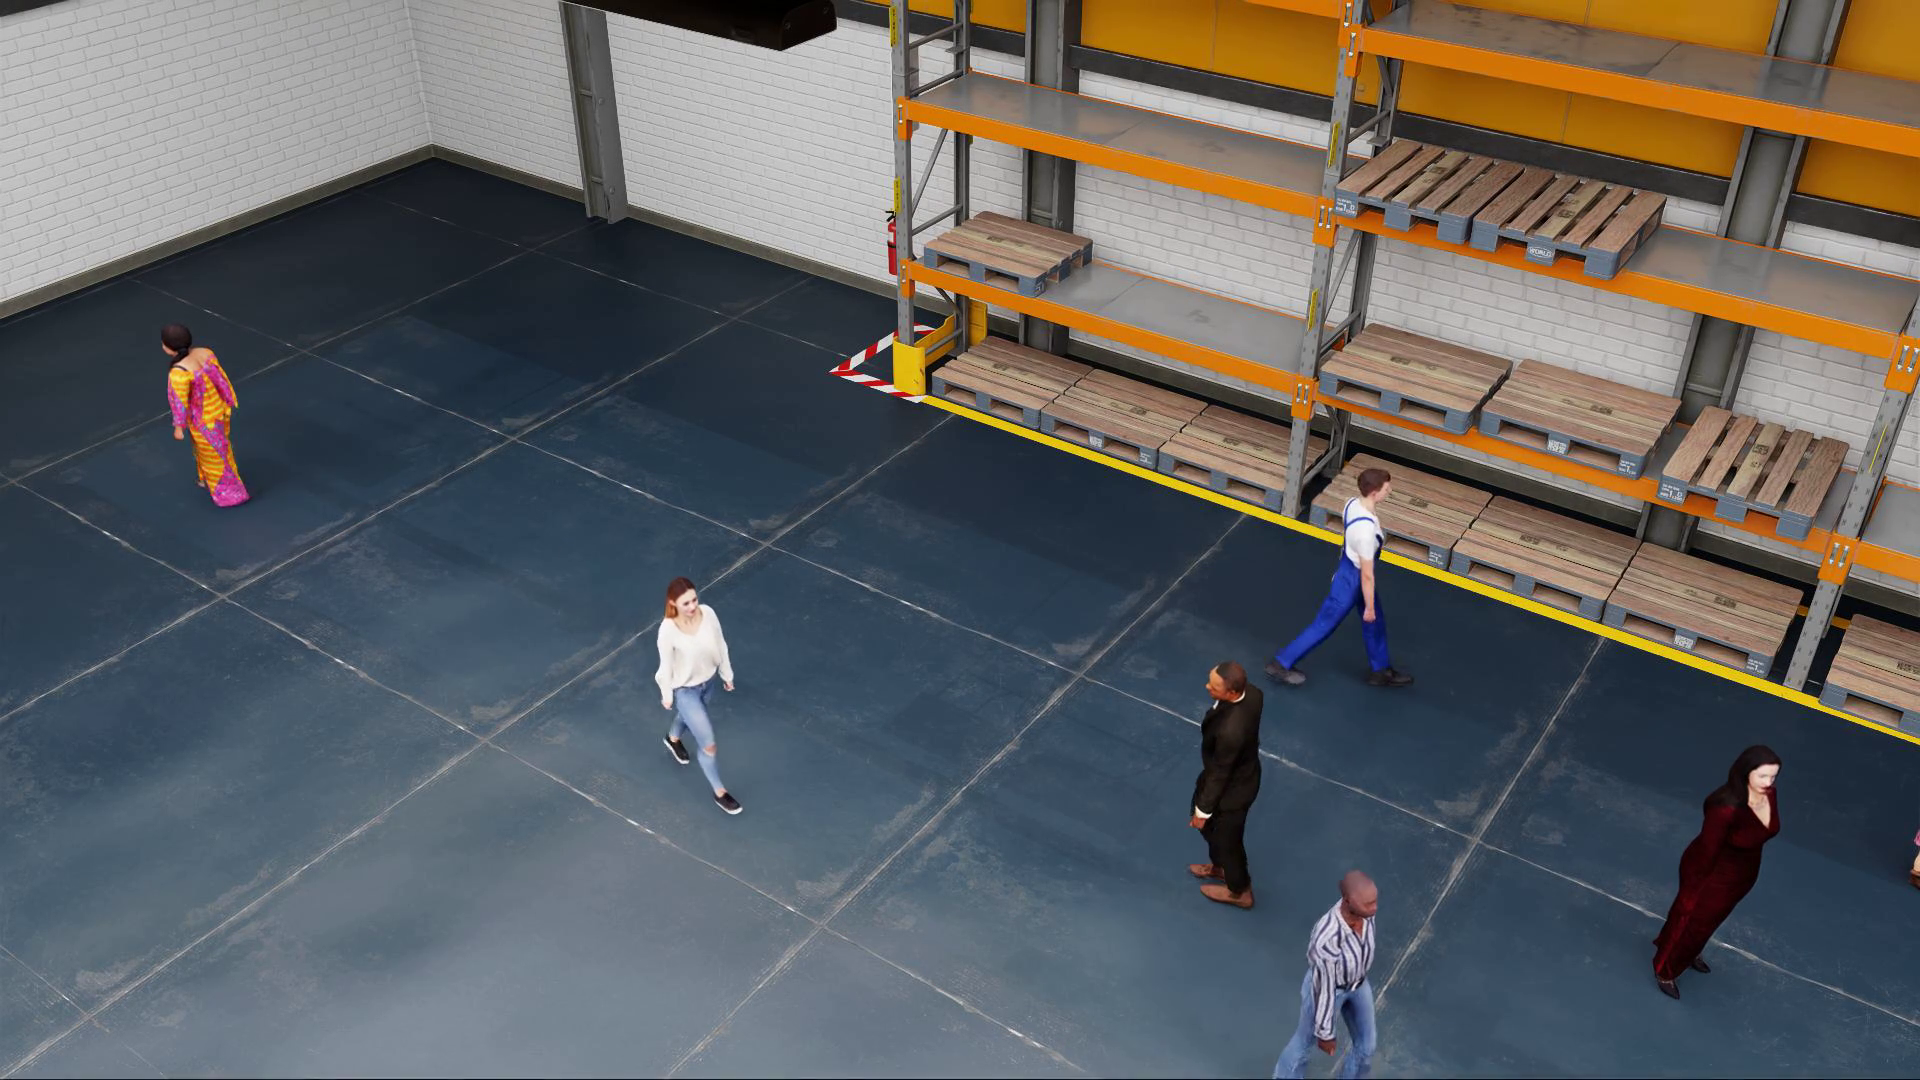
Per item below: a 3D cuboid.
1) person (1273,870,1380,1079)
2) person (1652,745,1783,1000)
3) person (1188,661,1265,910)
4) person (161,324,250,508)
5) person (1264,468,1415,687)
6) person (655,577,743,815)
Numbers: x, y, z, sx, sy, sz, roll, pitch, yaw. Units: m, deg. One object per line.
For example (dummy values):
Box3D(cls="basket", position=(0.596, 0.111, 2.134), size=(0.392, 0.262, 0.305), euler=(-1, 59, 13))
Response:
Box3D(cls="person", position=(1.842, 2.311, 8.571), size=(0.858, 1.774, 0.742), euler=(28, 42, 35))
Box3D(cls="person", position=(4.241, 1.828, 9.313), size=(0.737, 1.757, 0.720), euler=(-22, 40, -30))
Box3D(cls="person", position=(1.664, 1.475, 9.730), size=(0.786, 1.883, 0.807), euler=(14, 36, 21))
Box3D(cls="person", position=(-6.190, -1.031, 13.702), size=(0.920, 1.660, 0.841), euler=(5, 34, 8))
Box3D(cls="person", position=(2.627, 0.323, 11.535), size=(1.372, 1.803, 1.086), euler=(2, 34, 4))
Box3D(cls="person", position=(-1.768, 0.927, 10.760), size=(0.754, 1.656, 1.151), euler=(-28, 43, -35))
